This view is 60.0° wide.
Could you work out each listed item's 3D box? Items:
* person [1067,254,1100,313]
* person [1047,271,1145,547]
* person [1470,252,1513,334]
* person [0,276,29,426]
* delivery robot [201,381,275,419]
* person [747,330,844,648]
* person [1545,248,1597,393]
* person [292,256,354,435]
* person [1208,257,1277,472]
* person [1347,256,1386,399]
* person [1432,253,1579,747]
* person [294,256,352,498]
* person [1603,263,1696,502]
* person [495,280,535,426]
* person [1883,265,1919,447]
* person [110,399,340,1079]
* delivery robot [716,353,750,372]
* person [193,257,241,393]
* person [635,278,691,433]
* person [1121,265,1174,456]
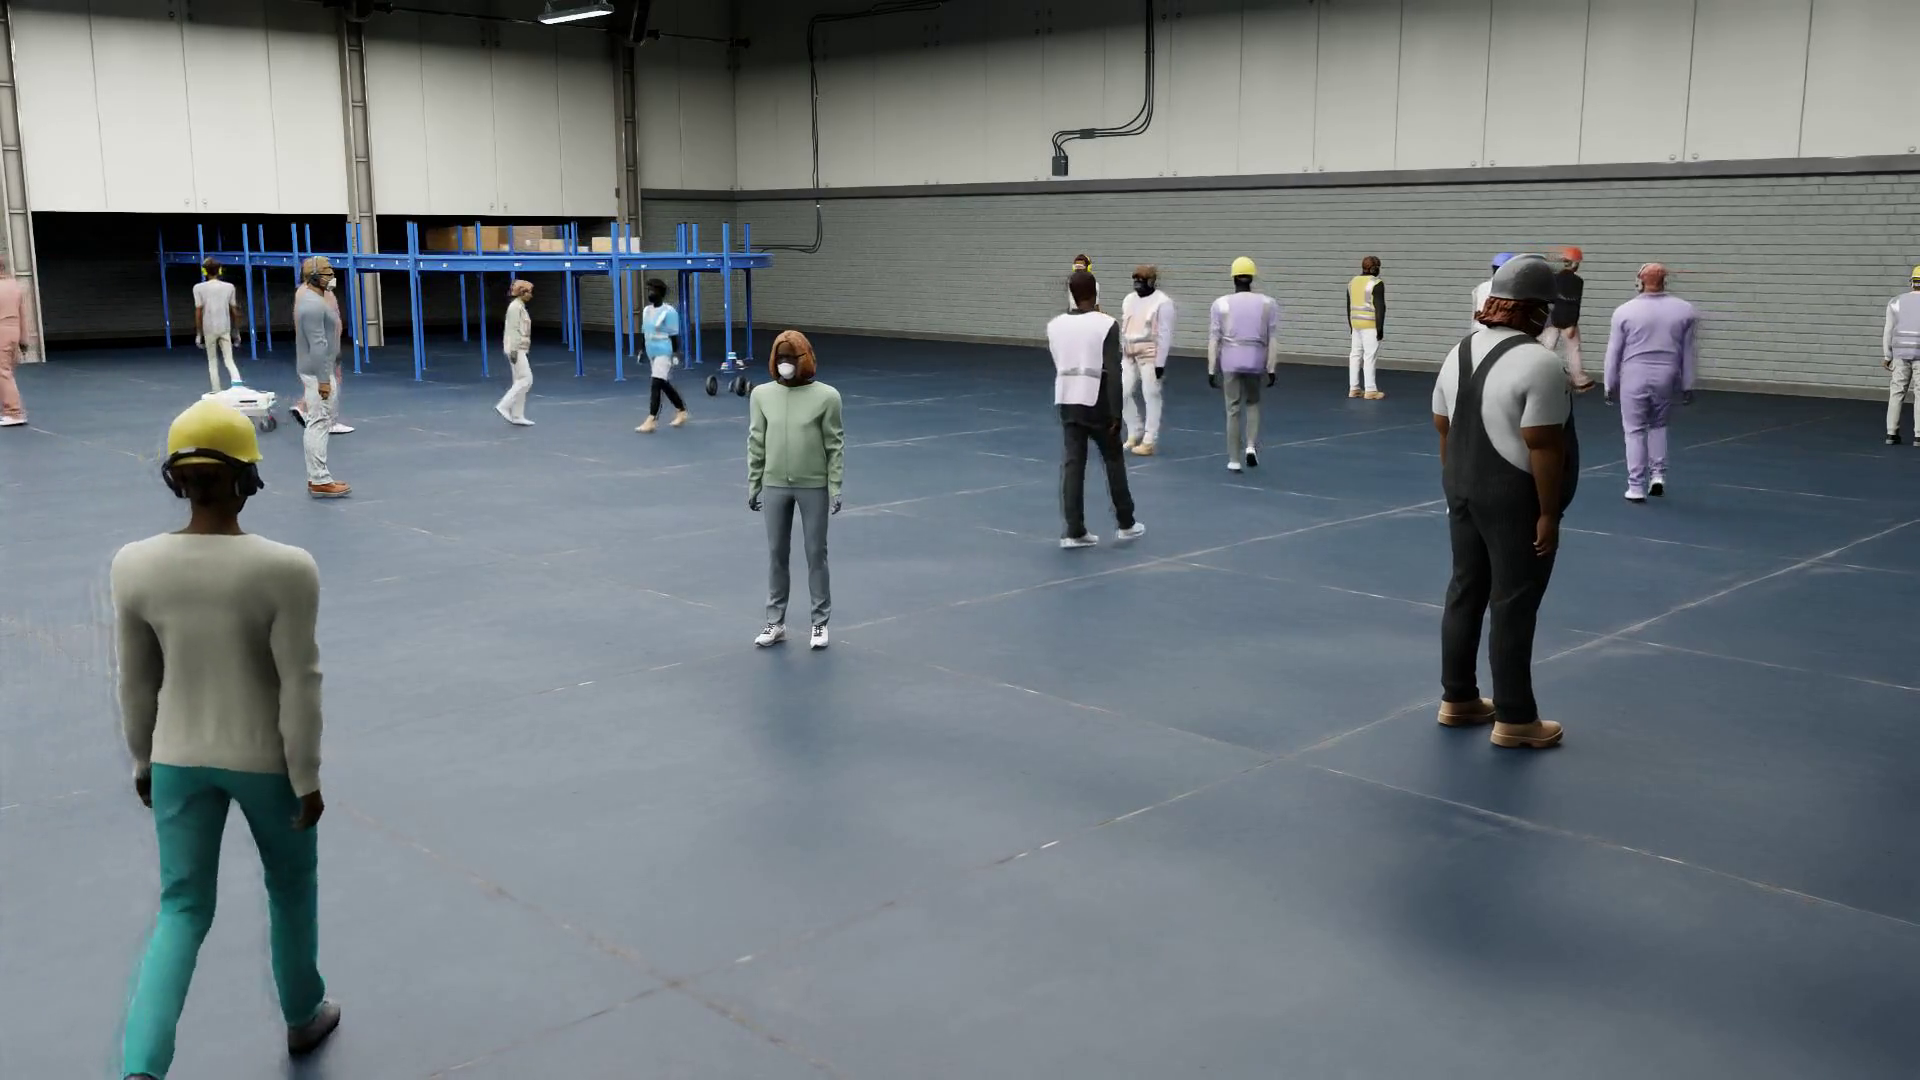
[{"bbox_3d":[1.500,-2.604,20.683,0.521,1.877,0.325,10,14,43],"label":"person"},{"bbox_3d":[0.917,-0.920,11.526,0.631,1.863,0.835,8,13,36],"label":"person"},{"bbox_3d":[5.814,-2.155,18.106,0.469,1.923,0.624,-6,12,-30],"label":"person"},{"bbox_3d":[-10.765,-2.214,18.539,0.706,1.879,0.675,1,10,8],"label":"person"},{"bbox_3d":[-7.823,-1.486,18.045,0.707,0.478,0.477,-2,11,-13],"label":"delivery robot"},{"bbox_3d":[-0.847,-0.260,8.556,0.507,1.631,0.265,2,11,11],"label":"person"},{"bbox_3d":[8.101,-2.921,22.231,1.021,1.941,0.622,-6,12,-29],"label":"person"},{"bbox_3d":[-6.799,-2.062,17.677,0.662,1.887,0.492,10,14,43],"label":"person"},{"bbox_3d":[2.521,-1.571,14.923,0.608,1.915,0.416,0,10,-1],"label":"person"},{"bbox_3d":[5.317,-2.775,21.705,0.430,1.844,0.624,-6,12,-28],"label":"person"},{"bbox_3d":[2.335,-0.161,7.024,0.535,2.000,0.684,-4,11,-20],"label":"person"},{"bbox_3d":[-5.223,-1.332,13.568,0.354,1.937,0.635,-5,11,-24],"label":"person"},{"bbox_3d":[5.477,-1.254,13.271,0.685,1.887,0.465,1,10,6],"label":"person"},{"bbox_3d":[-4.898,-2.067,18.442,0.402,1.610,0.578,-1,10,-8],"label":"person"},{"bbox_3d":[9.660,-1.873,16.807,0.403,1.831,0.596,-8,13,-38],"label":"person"},{"bbox_3d":[-1.786,0.534,3.979,0.527,1.732,0.850,0,10,1],"label":"person"},{"bbox_3d":[-3.058,-2.397,22.304,0.335,0.223,0.698,3,11,14],"label":"delivery robot"},{"bbox_3d":[-9.177,-2.569,20.571,0.522,1.850,0.651,-8,13,-37],"label":"person"},{"bbox_3d":[-3.253,-2.030,18.153,0.803,1.664,0.532,-10,14,-44],"label":"person"},{"bbox_3d":[1.758,-1.730,16.034,0.481,1.827,0.658,-9,14,-39],"label":"person"}]
